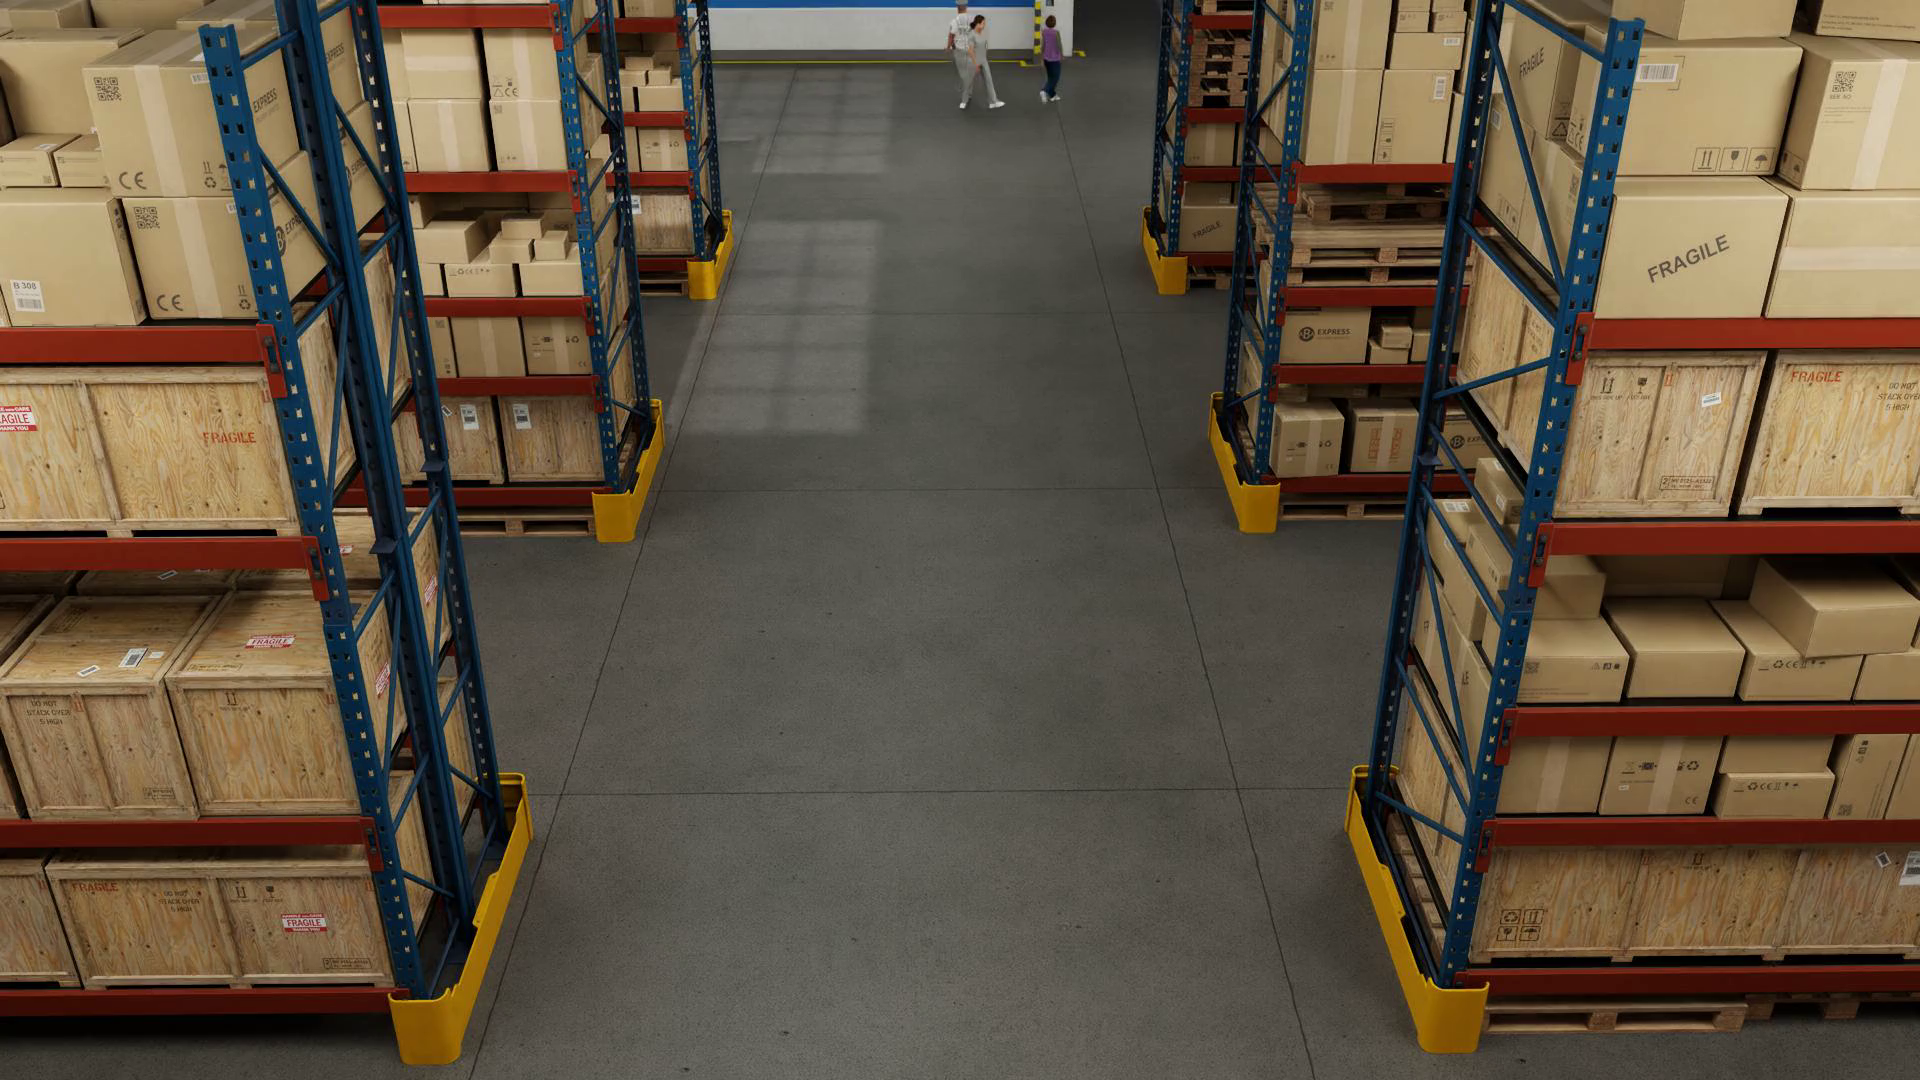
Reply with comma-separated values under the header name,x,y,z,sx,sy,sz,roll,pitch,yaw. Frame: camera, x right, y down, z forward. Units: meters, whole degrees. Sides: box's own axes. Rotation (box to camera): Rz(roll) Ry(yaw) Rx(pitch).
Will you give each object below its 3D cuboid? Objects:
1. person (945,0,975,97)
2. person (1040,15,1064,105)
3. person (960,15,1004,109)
name,x,y,z,sx,sy,sz,roll,pitch,yaw
person,0.012,-9.156,30.911,0.558,1.748,0.779,-18,33,-30
person,1.669,-8.792,30.442,0.398,1.585,0.784,20,34,32
person,0.360,-8.628,30.025,0.657,1.656,0.693,-17,33,-28
